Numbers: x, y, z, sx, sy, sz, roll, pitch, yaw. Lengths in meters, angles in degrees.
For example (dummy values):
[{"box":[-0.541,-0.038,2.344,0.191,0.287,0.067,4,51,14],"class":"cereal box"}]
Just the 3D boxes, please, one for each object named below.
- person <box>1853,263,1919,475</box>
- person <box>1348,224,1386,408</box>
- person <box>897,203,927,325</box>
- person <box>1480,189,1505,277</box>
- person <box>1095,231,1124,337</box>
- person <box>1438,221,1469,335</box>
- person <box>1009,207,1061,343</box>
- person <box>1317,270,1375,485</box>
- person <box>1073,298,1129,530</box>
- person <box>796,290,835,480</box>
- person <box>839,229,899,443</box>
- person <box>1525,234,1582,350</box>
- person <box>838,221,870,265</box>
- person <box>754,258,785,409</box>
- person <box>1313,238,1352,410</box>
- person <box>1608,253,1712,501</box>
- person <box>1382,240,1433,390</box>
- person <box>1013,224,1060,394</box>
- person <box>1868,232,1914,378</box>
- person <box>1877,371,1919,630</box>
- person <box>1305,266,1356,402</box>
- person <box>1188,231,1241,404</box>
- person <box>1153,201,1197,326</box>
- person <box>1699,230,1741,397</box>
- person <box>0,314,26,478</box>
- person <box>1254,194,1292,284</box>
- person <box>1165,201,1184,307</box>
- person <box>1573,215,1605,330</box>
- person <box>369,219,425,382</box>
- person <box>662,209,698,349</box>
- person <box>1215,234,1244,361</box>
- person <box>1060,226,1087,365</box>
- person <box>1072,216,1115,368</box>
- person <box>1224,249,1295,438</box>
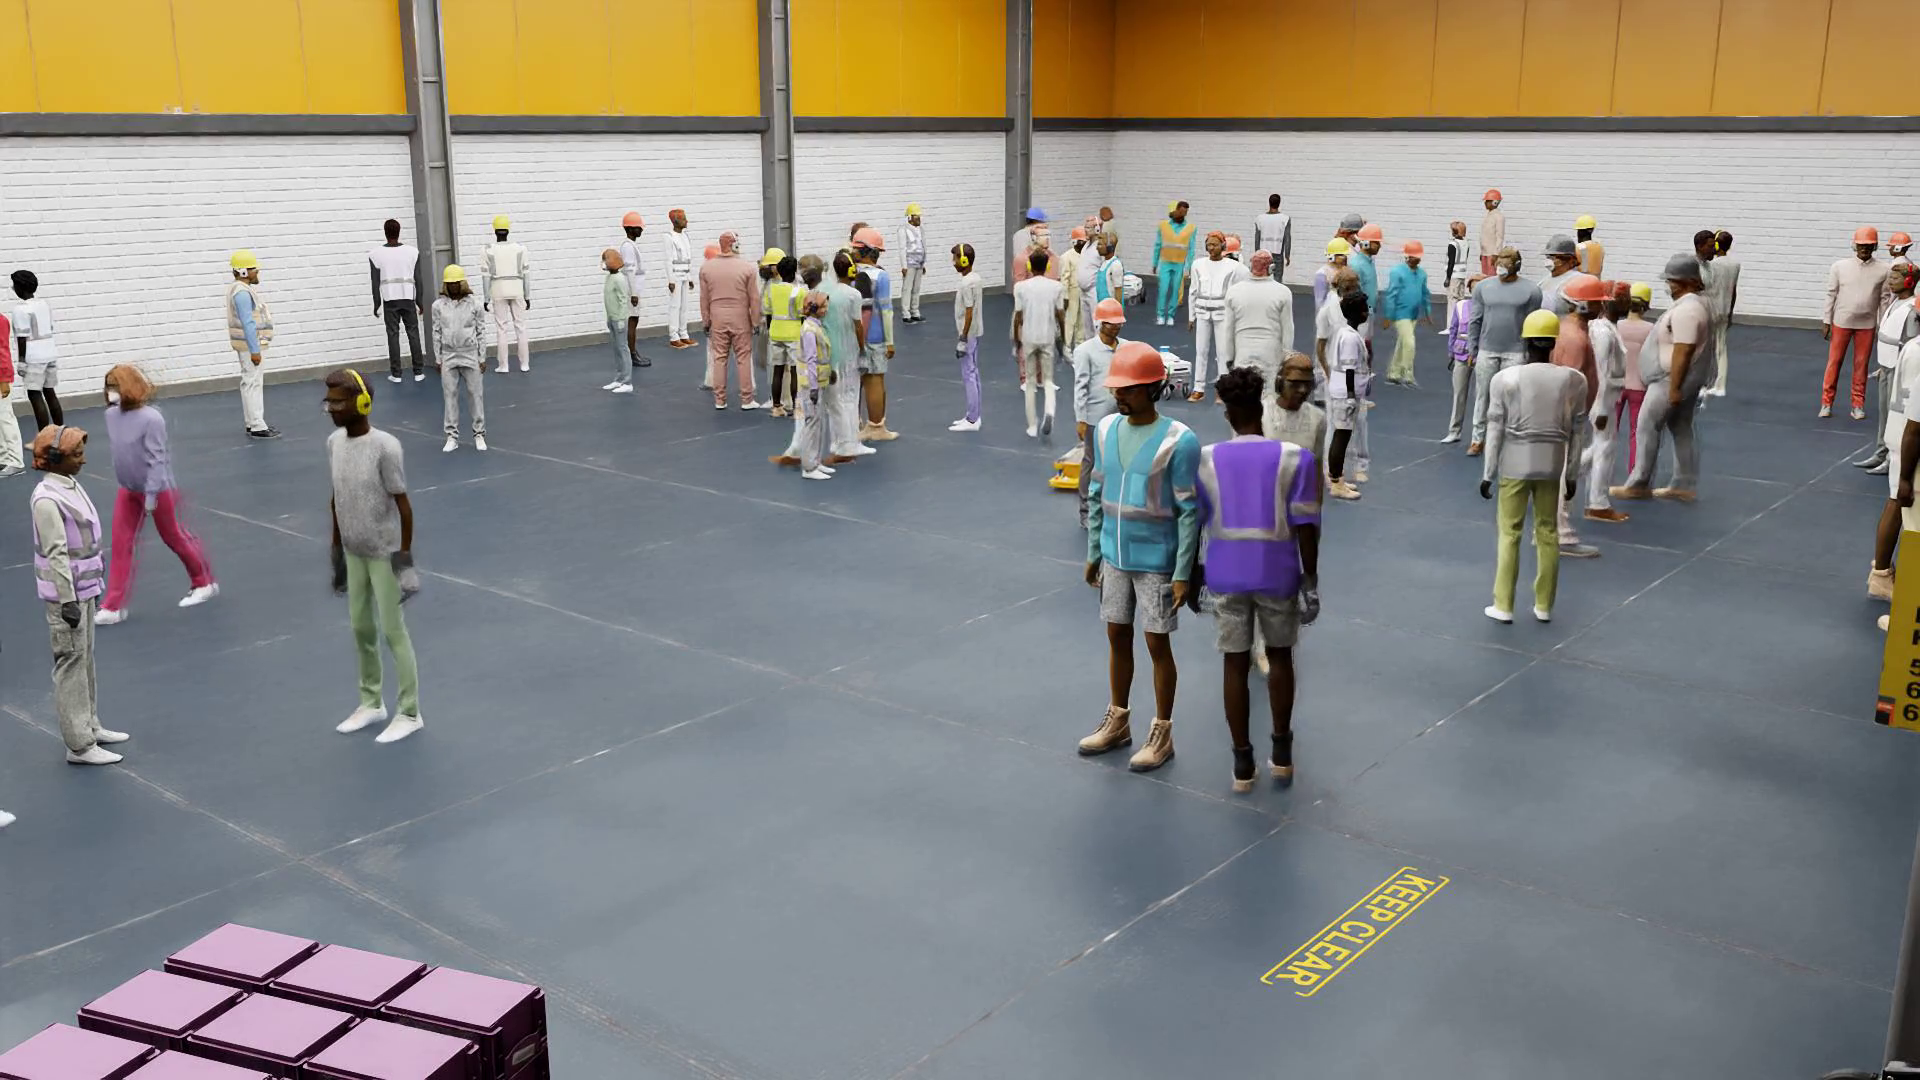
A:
[{"box":[8.170,-1.483,14.493,0.390,1.847,0.566,3,14,11],"class":"person"},{"box":[4.283,-2.360,17.720,0.408,1.987,0.616,8,16,30],"class":"person"},{"box":[-0.710,-4.235,25.516,0.403,1.834,0.588,9,16,31],"class":"person"},{"box":[8.522,-4.628,26.756,0.378,1.996,0.611,-1,14,-4],"class":"person"},{"box":[1.671,-2.540,18.722,0.327,1.843,0.515,-3,14,-10],"class":"person"},{"box":[7.209,-3.805,24.193,0.306,1.640,0.522,12,19,41],"class":"person"},{"box":[1.072,-3.715,23.308,0.792,1.892,0.656,-10,17,-33],"class":"person"},{"box":[3.281,-1.347,14.021,0.552,1.816,0.501,-2,14,-10],"class":"person"},{"box":[1.108,-0.948,12.541,0.572,1.750,0.330,-10,17,-35],"class":"person"},{"box":[-1.257,-1.334,14.338,0.311,1.632,0.526,0,14,0],"class":"person"},{"box":[-0.865,-1.957,16.000,0.606,2.039,0.381,10,17,36],"class":"person"},{"box":[5.456,-1.806,15.391,0.537,2.000,0.682,-3,14,-10],"class":"person"},{"box":[-1.352,-3.137,21.167,0.633,1.828,0.639,10,17,34],"class":"person"},{"box":[-2.007,-2.234,17.949,0.413,1.628,0.519,-9,17,-33],"class":"person"},{"box":[4.019,-2.322,17.874,0.404,1.833,0.590,11,18,38],"class":"person"},{"box":[5.710,-1.319,13.443,0.647,2.000,0.709,10,17,34],"class":"person"},{"box":[5.221,-2.601,19.199,0.683,1.713,0.664,-11,18,-36],"class":"person"},{"box":[0.908,-2.639,18.983,0.643,1.913,0.410,-12,19,-40],"class":"person"},{"box":[11.234,-2.827,20.054,0.326,1.752,0.563,12,19,40],"class":"person"},{"box":[5.858,-0.432,9.899,0.682,2.000,0.537,-2,14,-7],"class":"person"},{"box":[3.784,-2.014,17.125,0.685,1.594,0.600,3,14,12],"class":"person"},{"box":[2.774,-2.436,18.227,0.576,1.883,0.354,6,15,23],"class":"person"},{"box":[3.254,-4.178,25.200,0.635,1.879,0.618,2,14,7],"class":"person"},{"box":[8.462,-2.525,18.644,0.501,1.861,0.327,-5,15,-20],"class":"person"},{"box":[-8.457,-1.418,14.460,0.573,1.737,0.354,8,16,28],"class":"person"},{"box":[5.041,-4.607,26.826,0.594,1.921,0.387,6,15,23],"class":"person"},{"box":[3.592,-4.778,27.847,0.339,1.761,0.524,-4,15,-16],"class":"person"},{"box":[7.732,-3.067,20.692,0.582,1.919,0.397,-10,17,-35],"class":"person"},{"box":[-6.670,-2.834,19.752,0.588,1.918,0.398,-6,15,-24],"class":"person"},{"box":[-3.838,-3.577,22.785,0.356,1.884,0.574,5,15,19],"class":"person"},{"box":[3.501,-3.129,21.486,0.310,1.642,0.514,8,16,29],"class":"person"},{"box":[1.519,-3.132,21.269,0.574,1.749,0.333,-14,19,-43],"class":"person"},{"box":[1.642,-3.038,20.585,0.408,1.906,0.653,-6,15,-23],"class":"person"},{"box":[2.737,-1.691,15.202,0.636,1.911,0.405,6,15,23],"class":"person"}]
